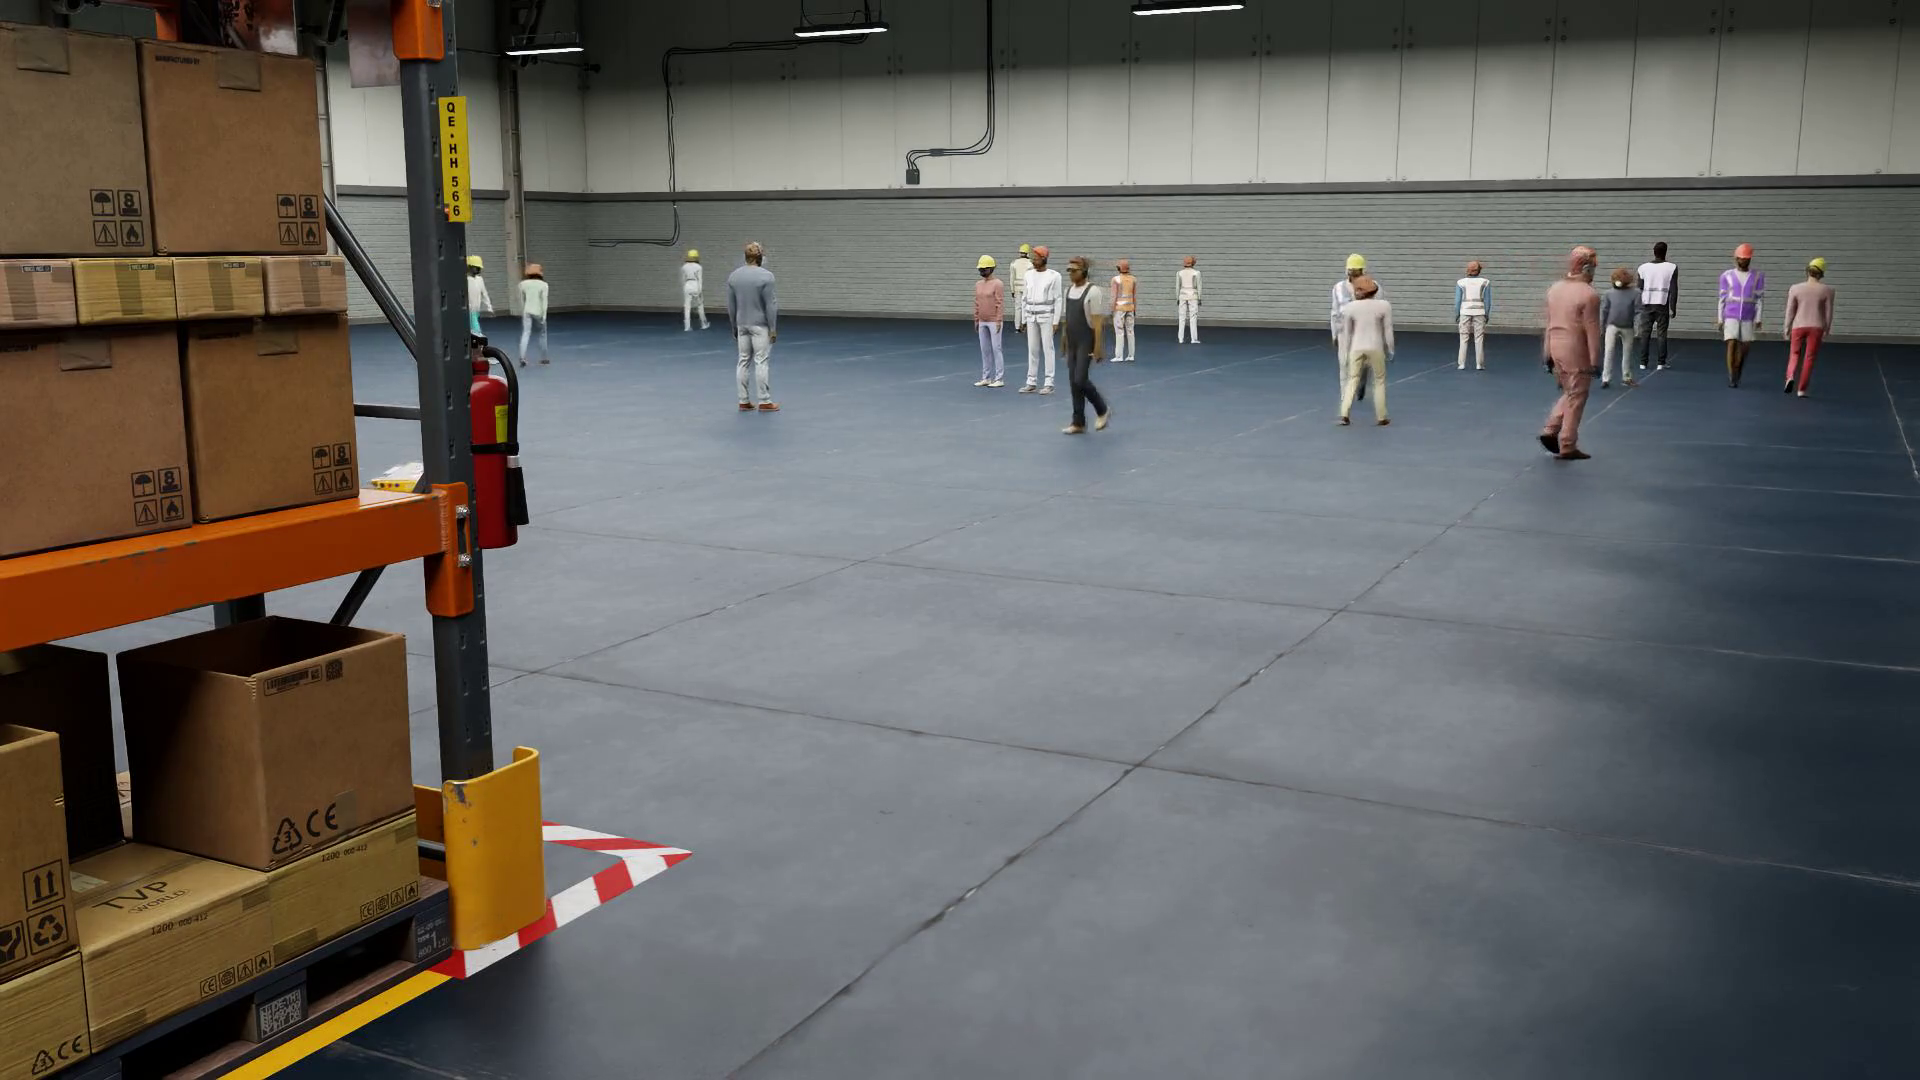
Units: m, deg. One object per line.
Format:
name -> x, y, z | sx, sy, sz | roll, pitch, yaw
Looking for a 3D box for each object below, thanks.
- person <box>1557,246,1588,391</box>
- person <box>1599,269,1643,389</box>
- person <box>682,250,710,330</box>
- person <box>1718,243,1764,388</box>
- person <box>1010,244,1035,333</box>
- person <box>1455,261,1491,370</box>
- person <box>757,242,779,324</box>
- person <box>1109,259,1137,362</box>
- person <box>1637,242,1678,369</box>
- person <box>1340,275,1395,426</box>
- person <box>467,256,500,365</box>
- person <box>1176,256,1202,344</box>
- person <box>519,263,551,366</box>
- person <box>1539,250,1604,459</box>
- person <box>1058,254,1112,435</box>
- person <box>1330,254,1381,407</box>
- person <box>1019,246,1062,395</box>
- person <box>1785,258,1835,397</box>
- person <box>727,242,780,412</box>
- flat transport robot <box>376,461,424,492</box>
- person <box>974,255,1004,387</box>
person -> 8.063, -2.892, 21.772 | 0.395, 1.891, 0.733 | 7, 12, 32
person -> 8.795, -2.812, 22.133 | 0.517, 1.598, 0.706 | 4, 11, 19
person -> -5.685, -5.350, 35.649 | 0.493, 1.703, 0.877 | 3, 11, 14
person -> 10.442, -3.009, 22.285 | 0.547, 1.919, 0.658 | 3, 11, 17
person -> 1.338, -5.189, 34.405 | 0.600, 1.831, 0.404 | 4, 11, 19
person -> 7.700, -3.366, 25.003 | 0.514, 1.636, 0.313 | 4, 11, 20
person -> -4.631, -5.874, 38.030 | 0.881, 1.875, 0.651 | -4, 11, -21
person -> 2.611, -3.661, 26.608 | 0.523, 1.636, 0.311 | -7, 12, -33
person -> 10.554, -3.546, 25.209 | 0.587, 1.920, 0.391 | 7, 13, 35
person -> 4.325, -1.996, 17.611 | 0.557, 1.609, 0.450 | 4, 11, 23
person -> -7.650, -3.584, 26.008 | 0.941, 1.705, 0.535 | 3, 11, 16
person -> 4.274, -4.480, 31.072 | 0.514, 1.640, 0.310 | 6, 12, 29
person -> -6.643, -3.498, 25.838 | 0.507, 1.593, 0.842 | 2, 11, 11
person -> 5.564, -1.660, 14.998 | 0.434, 1.889, 0.674 | -3, 11, -15
person -> 1.244, -1.973, 16.885 | 0.447, 1.834, 0.526 | -7, 12, -32
person -> 4.715, -2.504, 19.828 | 0.602, 1.808, 0.703 | 4, 11, 19
person -> 1.024, -2.800, 21.234 | 0.572, 1.886, 0.354 | 7, 13, 35
person -> 10.603, -2.644, 20.784 | 0.524, 1.746, 0.391 | 6, 12, 30
person -> -2.370, -2.433, 19.092 | 0.629, 1.939, 0.371 | 6, 12, 28
flat transport robot -> -4.061, -0.429, 12.715 | 0.652, 0.197, 1.431 | -1, 10, -6
person -> 0.373, -2.916, 22.224 | 0.346, 1.756, 0.518 | -10, 14, -43
